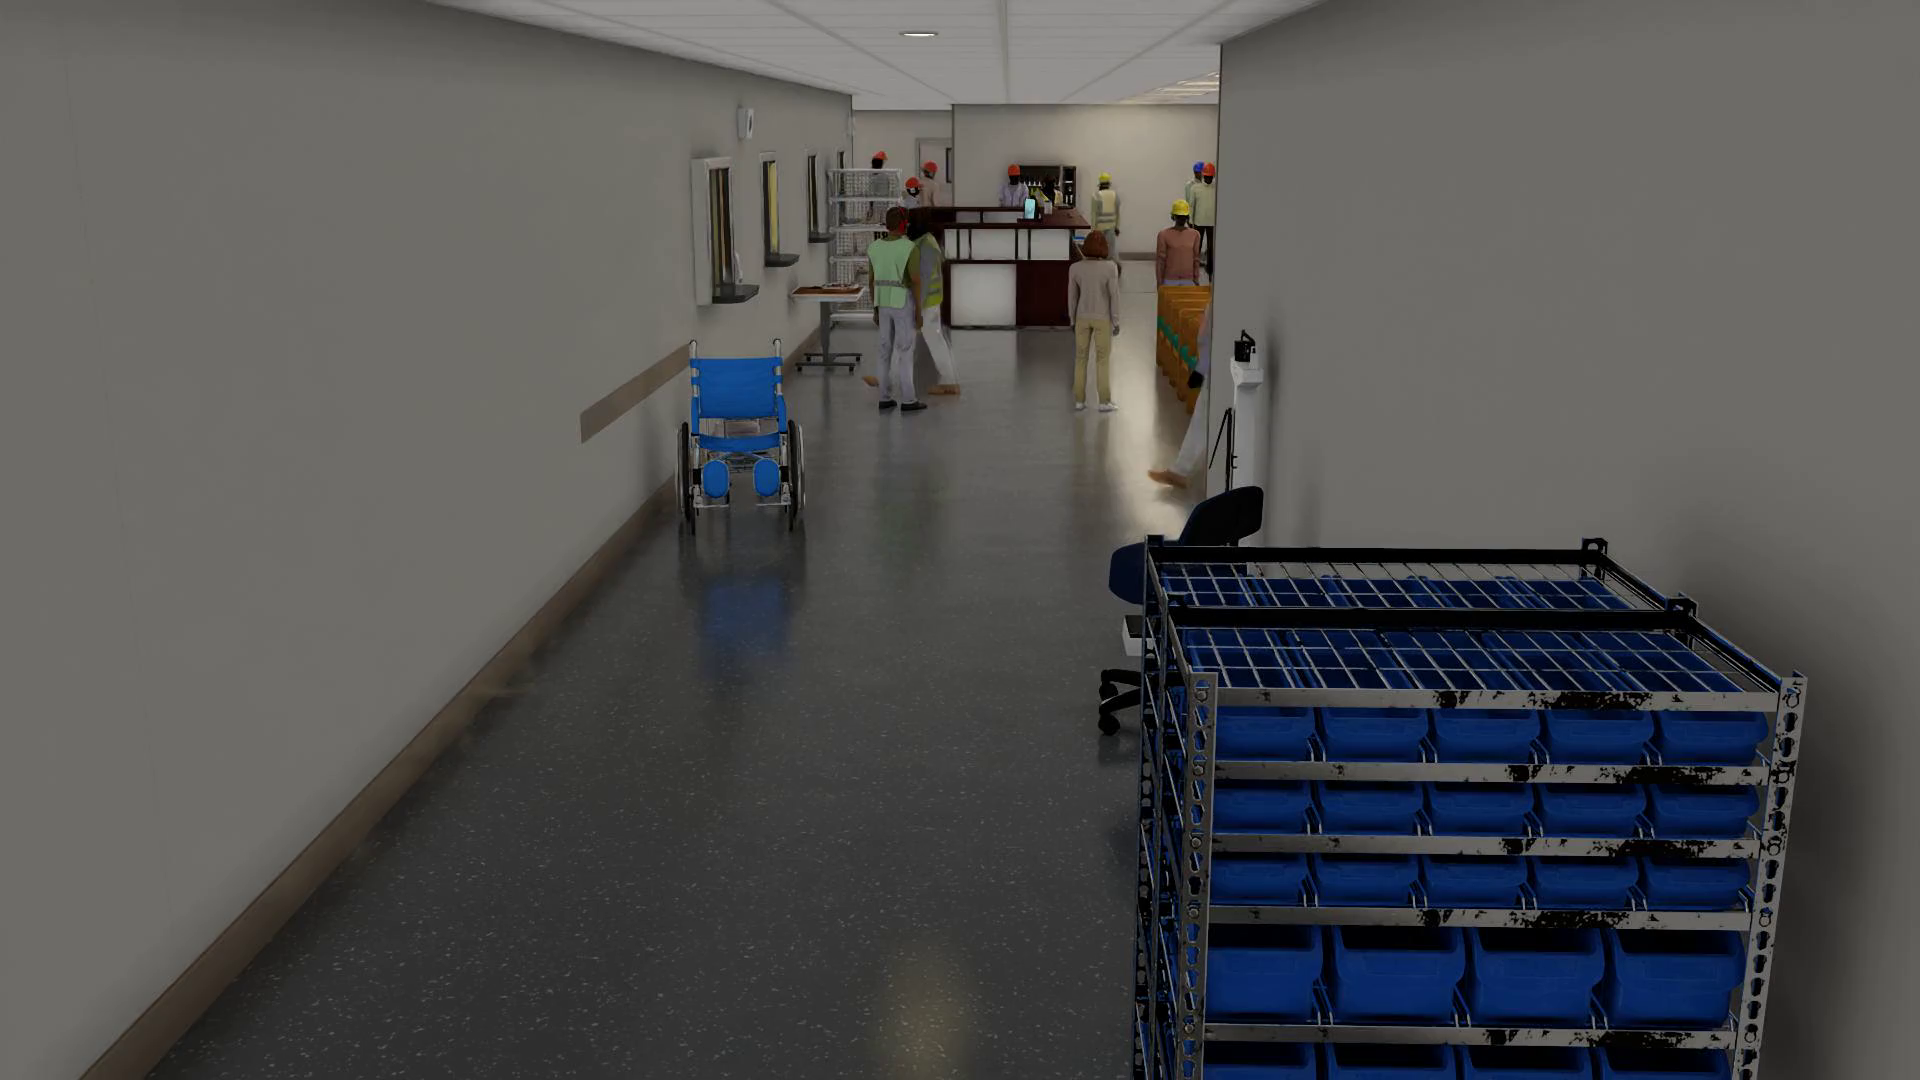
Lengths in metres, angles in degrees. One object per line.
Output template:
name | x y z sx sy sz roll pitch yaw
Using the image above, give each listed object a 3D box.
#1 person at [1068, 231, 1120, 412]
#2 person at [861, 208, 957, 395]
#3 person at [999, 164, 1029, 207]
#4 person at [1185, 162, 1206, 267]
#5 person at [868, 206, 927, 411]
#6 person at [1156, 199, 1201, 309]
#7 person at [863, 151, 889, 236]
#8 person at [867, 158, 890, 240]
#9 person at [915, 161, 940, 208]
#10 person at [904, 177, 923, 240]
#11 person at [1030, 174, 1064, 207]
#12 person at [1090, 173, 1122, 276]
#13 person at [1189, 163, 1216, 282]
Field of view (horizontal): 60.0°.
person | 1.218 -1.978 15.095 0.498 1.634 0.280 7 16 27
person | -0.469 -2.268 15.947 0.950 1.790 0.635 -3 14 -11
person | 0.955 -5.748 29.798 0.545 1.931 0.377 3 14 11
person | 4.407 -6.043 30.943 0.403 1.945 0.614 12 18 39
person | -0.586 -2.097 15.140 0.563 1.847 0.390 9 16 32
person | 2.450 -2.920 18.649 0.533 1.767 0.326 -4 14 -14
person | -1.999 -8.420 40.443 0.700 2.021 0.621 10 17 35
person | -1.681 -6.830 34.100 0.361 1.964 0.613 10 17 35
person | -0.613 -5.871 30.195 0.662 1.976 0.579 9 17 34
person | -0.772 -5.108 27.540 0.319 1.756 0.563 -2 14 -9
person | 1.421 -4.982 26.884 0.625 1.838 0.430 -7 16 -27
person | 2.552 -5.487 29.007 0.594 1.802 0.848 -6 15 -23
person | 4.143 -5.334 27.987 0.609 1.986 0.390 1 14 4
